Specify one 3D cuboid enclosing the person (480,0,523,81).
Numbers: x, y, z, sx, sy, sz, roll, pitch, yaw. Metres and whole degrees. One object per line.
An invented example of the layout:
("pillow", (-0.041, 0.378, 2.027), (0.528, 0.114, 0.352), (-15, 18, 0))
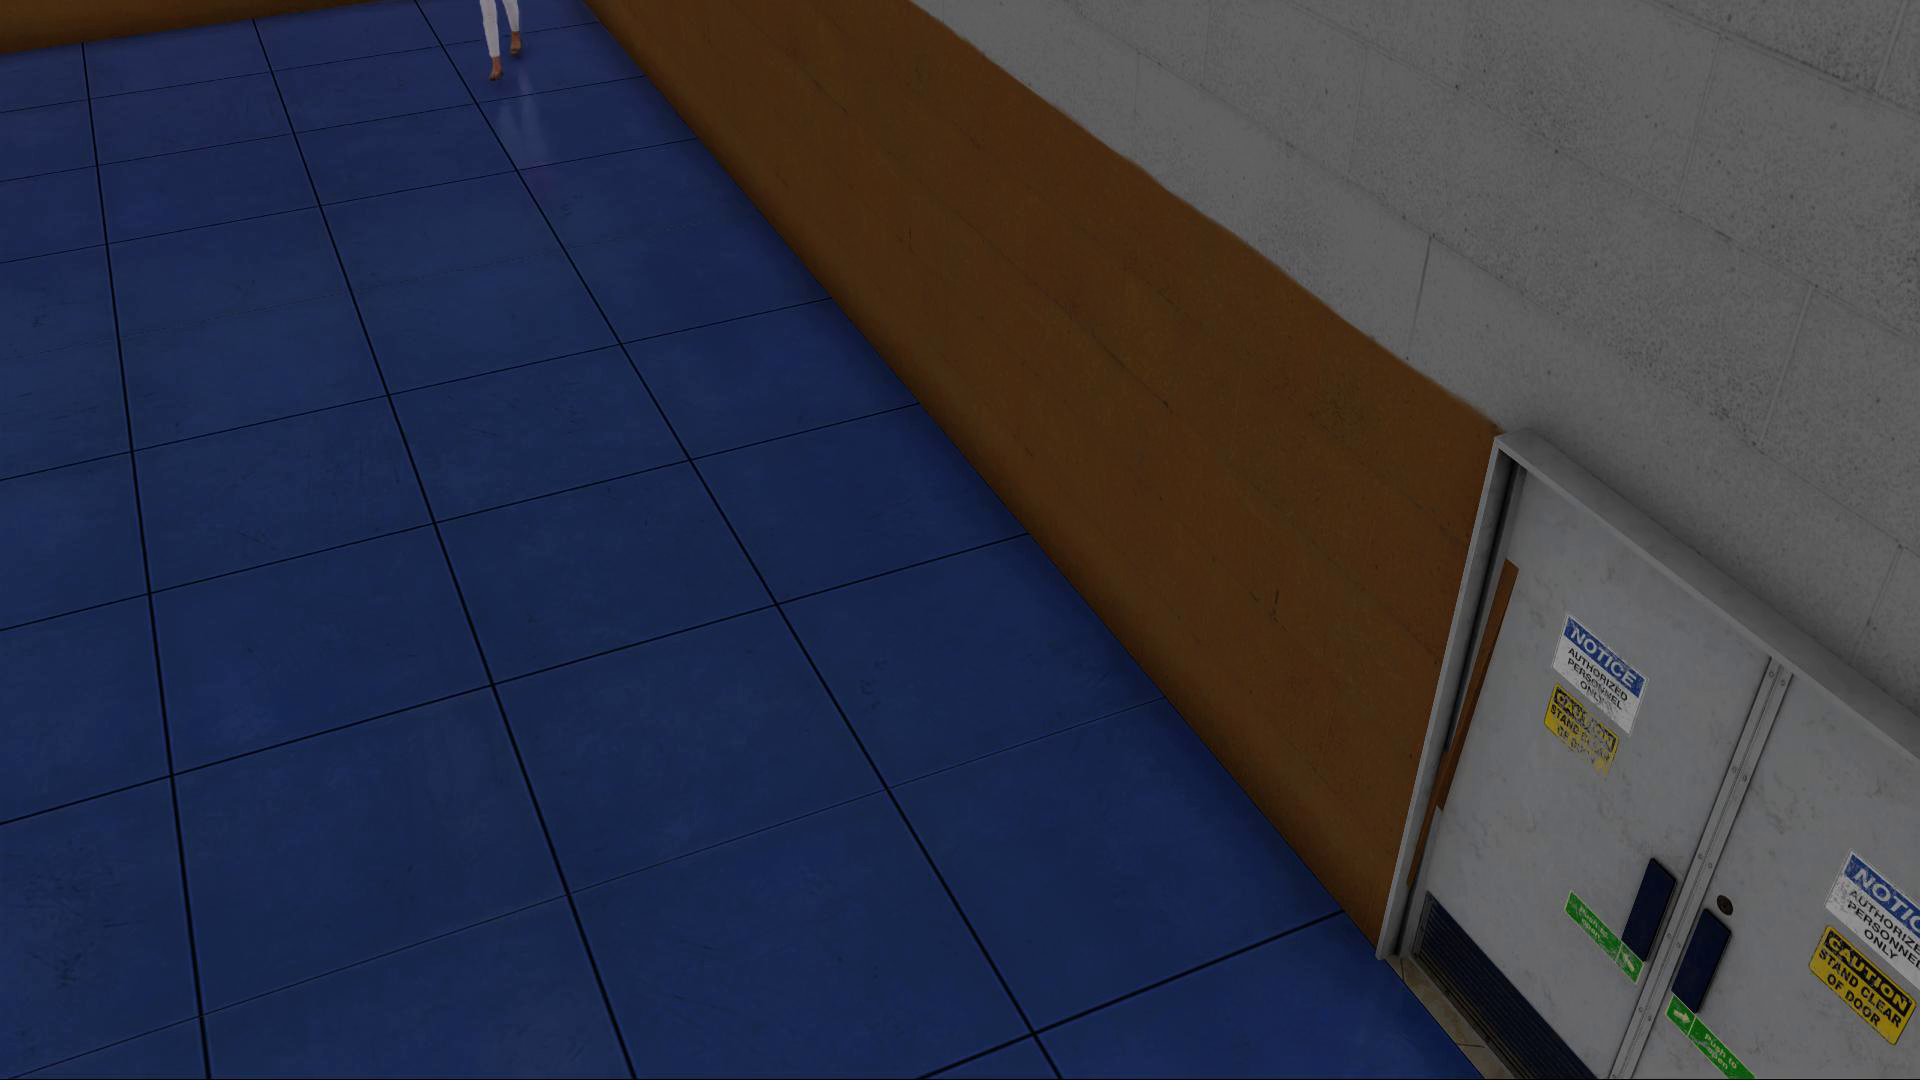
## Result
("person", (-3.569, -4.458, 12.791), (1.135, 1.645, 0.859), (-3, 37, -5))
